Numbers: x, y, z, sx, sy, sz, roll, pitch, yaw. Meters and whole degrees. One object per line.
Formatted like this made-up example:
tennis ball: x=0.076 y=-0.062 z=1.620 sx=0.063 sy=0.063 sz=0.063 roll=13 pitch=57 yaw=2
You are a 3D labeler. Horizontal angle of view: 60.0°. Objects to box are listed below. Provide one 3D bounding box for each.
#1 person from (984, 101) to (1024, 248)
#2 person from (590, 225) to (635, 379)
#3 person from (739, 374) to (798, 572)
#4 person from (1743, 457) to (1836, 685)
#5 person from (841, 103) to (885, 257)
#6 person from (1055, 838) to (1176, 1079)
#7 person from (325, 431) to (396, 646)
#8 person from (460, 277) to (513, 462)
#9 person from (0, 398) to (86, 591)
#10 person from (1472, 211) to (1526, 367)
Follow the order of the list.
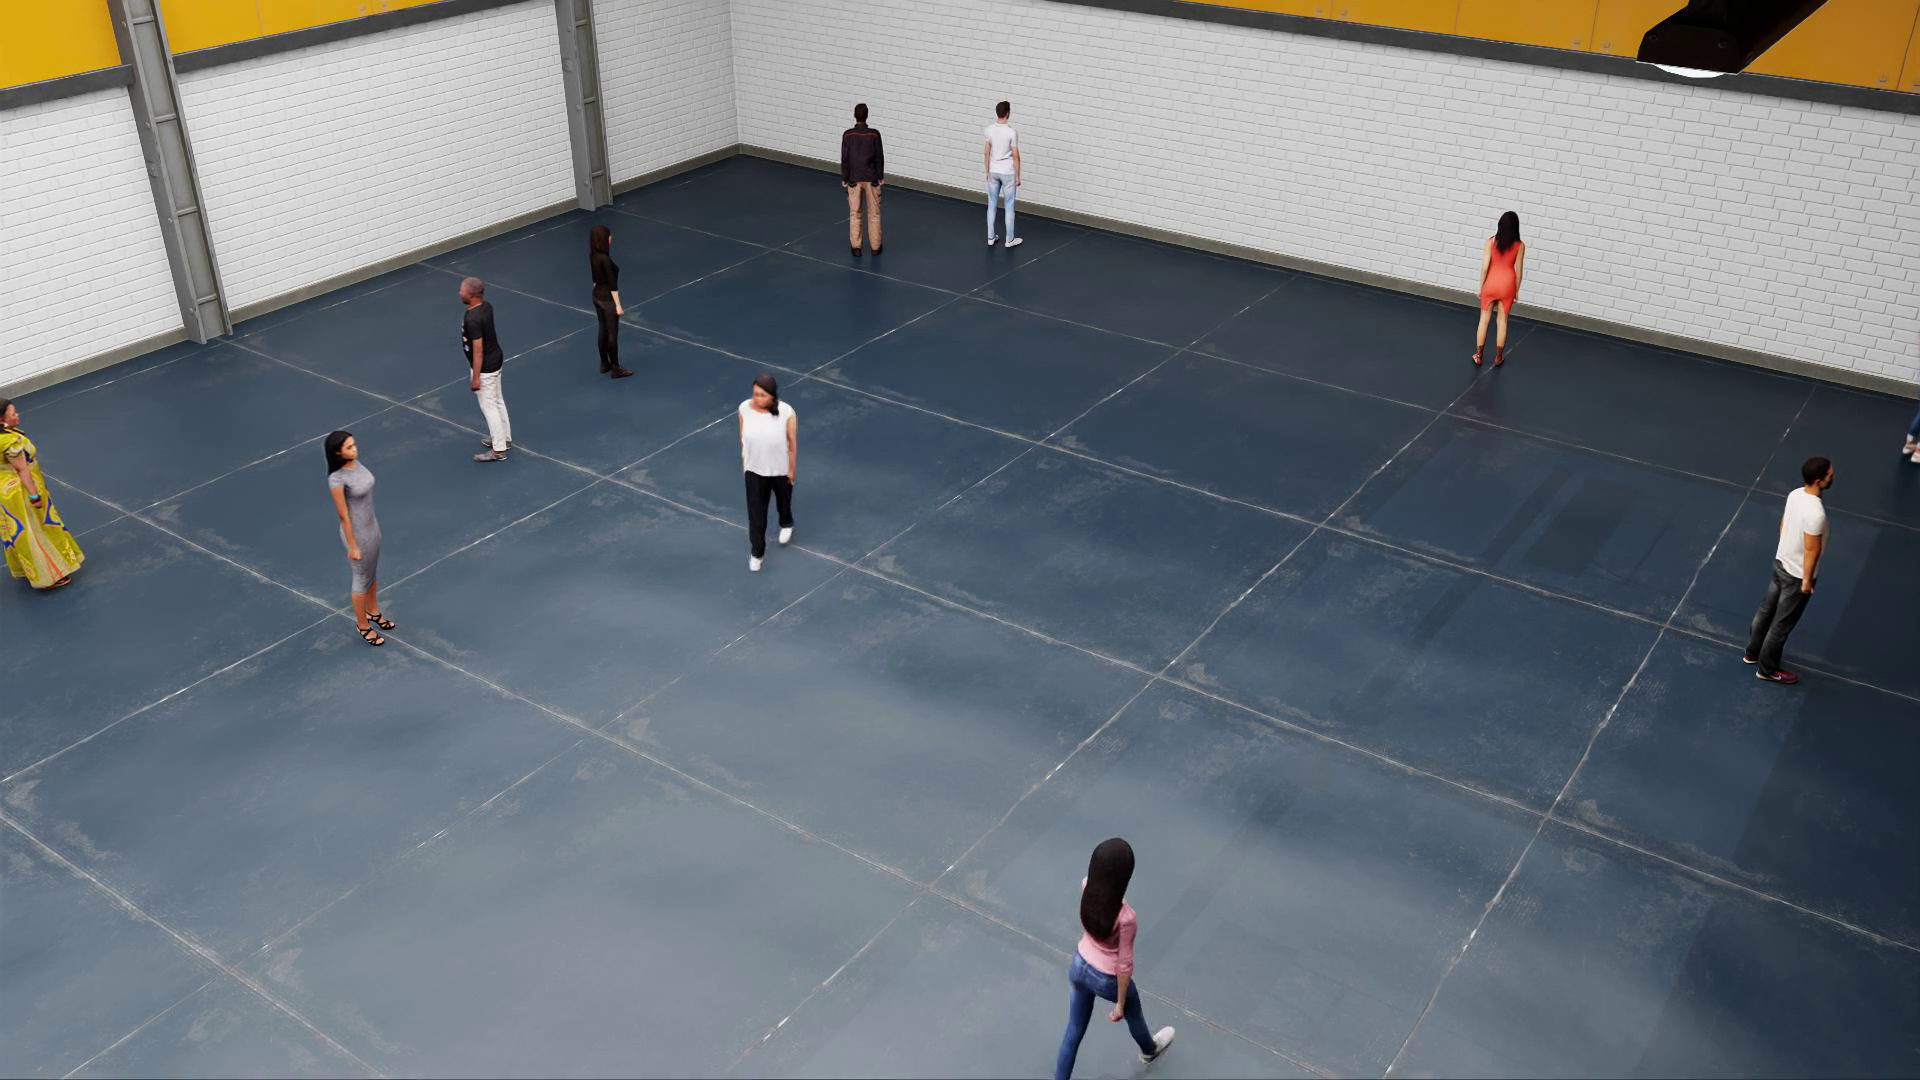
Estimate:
person: x=0.540 y=-4.698 z=21.350 sx=0.664 sy=1.851 sz=0.564 roll=15 pitch=32 yaw=25
person: x=-3.749 y=-2.528 z=17.589 sx=0.572 sy=1.642 sz=0.615 roll=-23 pitch=36 yaw=-35
person: x=-1.593 y=-0.641 z=14.124 sx=0.977 sy=1.649 sz=1.189 roll=4 pitch=29 yaw=7
person: x=6.217 y=0.202 z=12.416 sx=0.782 sy=1.804 sz=0.666 roll=1 pitch=29 yaw=2
person: x=-1.229 y=-4.547 z=20.997 sx=0.791 sy=1.925 sz=0.831 roll=-3 pitch=29 yaw=-5
person: x=0.673 y=2.304 z=8.669 sx=1.156 sy=1.702 sz=0.737 roll=-24 pitch=37 yaw=-36
person: x=-4.648 y=-0.031 z=12.868 sx=0.734 sy=1.781 sz=0.623 roll=3 pitch=29 yaw=5
person: x=-4.497 y=-1.634 z=15.781 sx=0.822 sy=1.805 sz=0.729 roll=0 pitch=29 yaw=0
person: x=-7.715 y=-0.397 z=13.666 sx=0.879 sy=1.659 sz=0.801 roll=23 pitch=36 yaw=36
person: x=5.769 y=-2.689 z=17.805 sx=0.653 sy=1.719 sz=0.641 roll=7 pitch=29 yaw=13
